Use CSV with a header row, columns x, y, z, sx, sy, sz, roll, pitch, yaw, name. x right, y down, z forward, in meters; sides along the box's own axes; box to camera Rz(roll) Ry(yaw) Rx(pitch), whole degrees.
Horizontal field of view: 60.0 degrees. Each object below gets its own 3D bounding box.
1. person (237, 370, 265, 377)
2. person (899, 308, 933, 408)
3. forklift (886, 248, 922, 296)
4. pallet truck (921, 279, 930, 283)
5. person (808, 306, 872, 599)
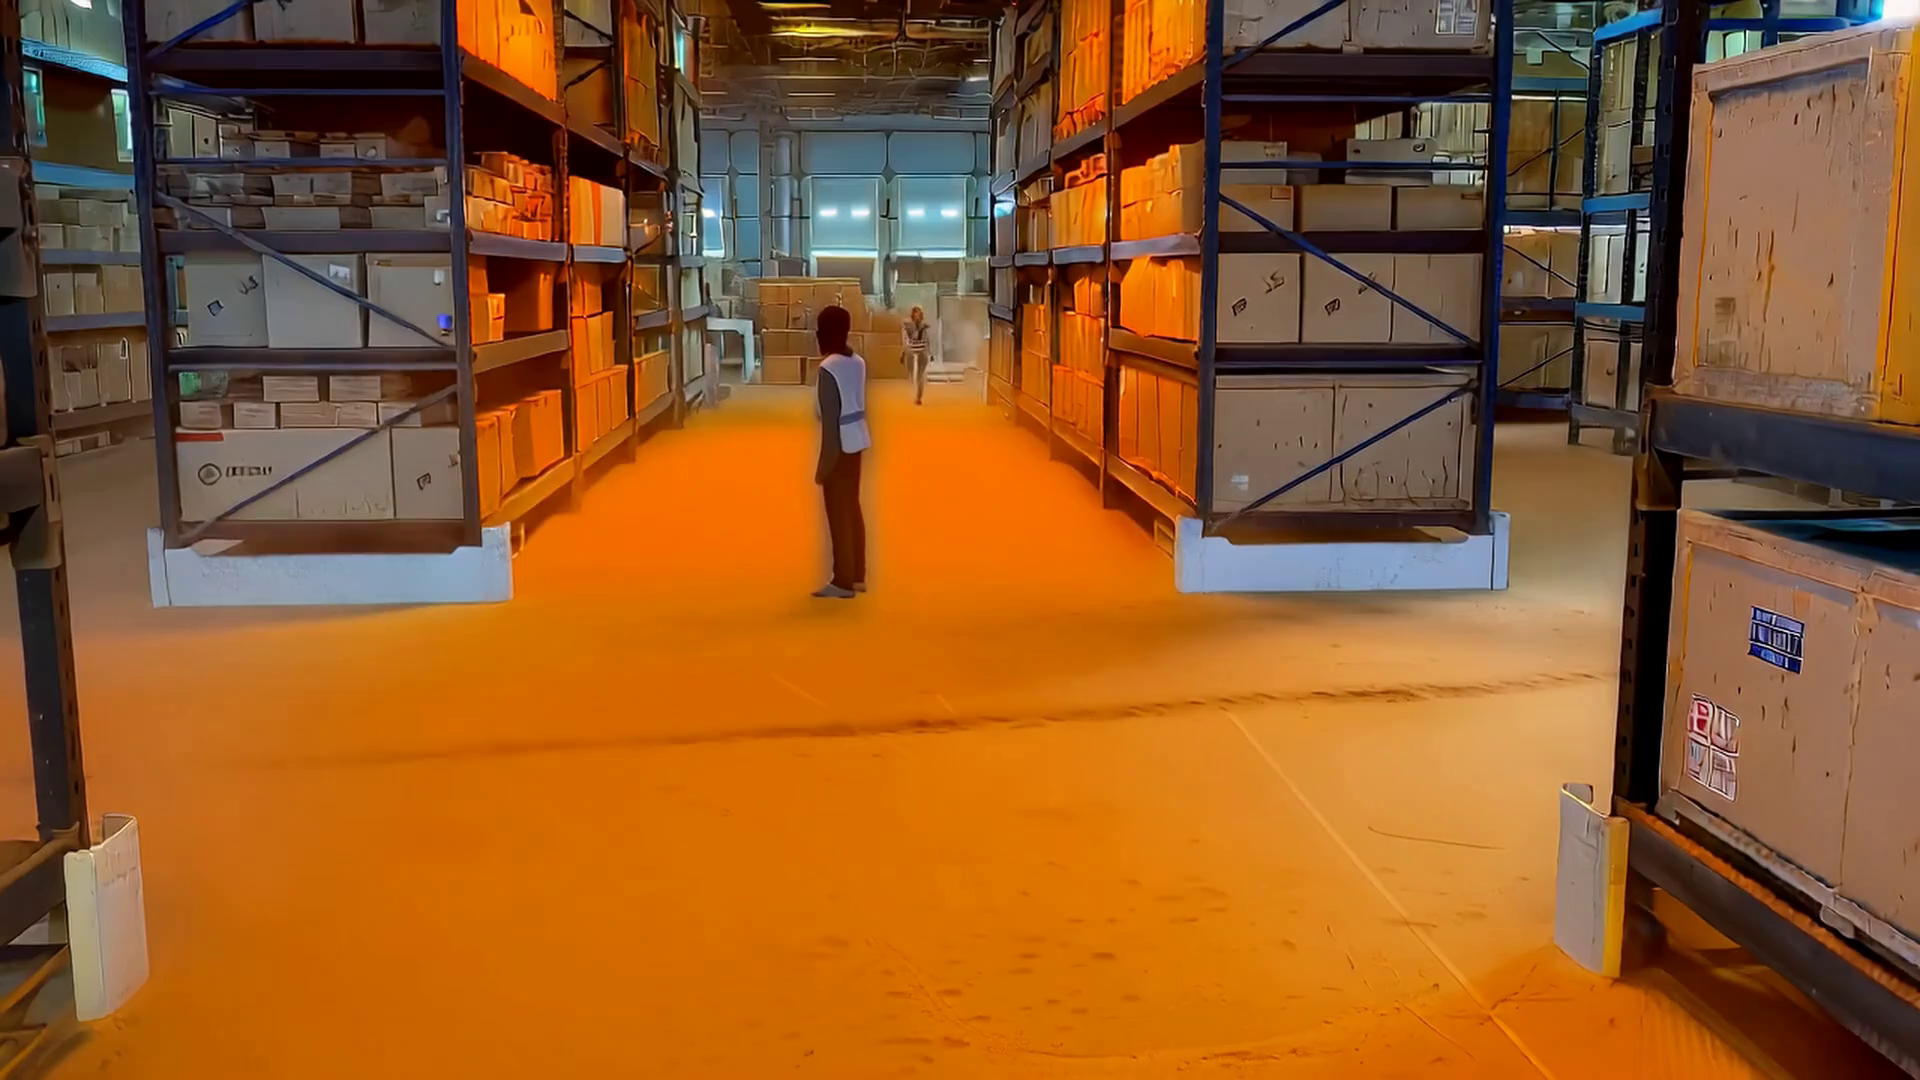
x,y,z,sx,sy,sz,roll,pitch,yaw,name
-9.779,-2.493,23.043,0.623,1.913,1.024,-2,9,-11,person
-0.707,-2.947,26.860,0.533,1.592,0.855,1,9,4,person
-1.475,-6.327,44.059,1.129,2.768,1.873,-1,9,-4,forklift
-0.932,-8.922,63.114,1.885,1.965,0.823,2,9,13,pallet truck
-0.784,-0.571,10.925,0.378,1.917,0.597,2,9,15,person
